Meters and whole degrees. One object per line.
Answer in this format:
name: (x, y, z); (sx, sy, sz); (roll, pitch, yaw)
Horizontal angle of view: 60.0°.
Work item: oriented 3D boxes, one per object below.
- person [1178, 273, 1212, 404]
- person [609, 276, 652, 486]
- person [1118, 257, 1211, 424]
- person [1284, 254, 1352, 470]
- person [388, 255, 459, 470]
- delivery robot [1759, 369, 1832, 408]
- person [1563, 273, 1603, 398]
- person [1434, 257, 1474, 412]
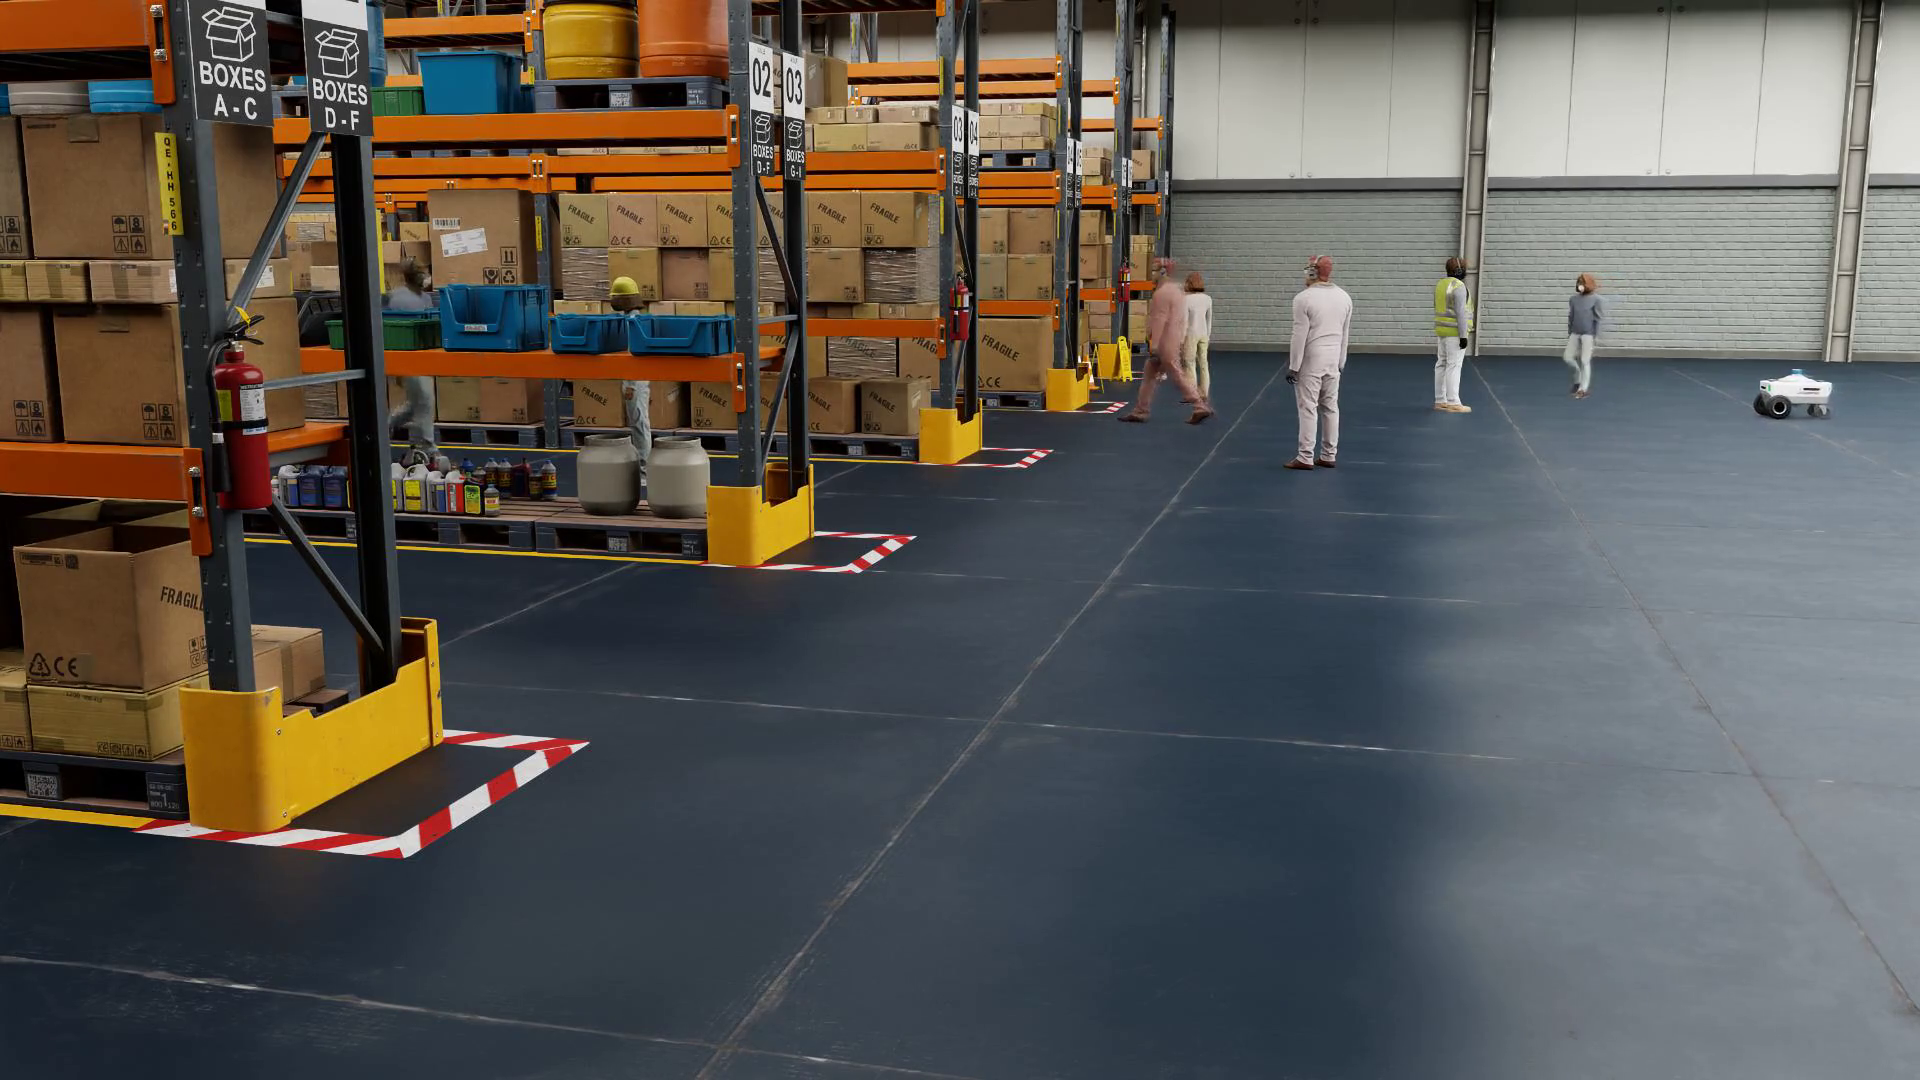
person: (2.929, -2.511, 20.780); (0.502, 1.632, 0.277); (-6, 12, -31)
person: (-2.741, -1.314, 13.851); (0.312, 1.741, 0.487); (-1, 10, -6)
person: (2.311, -2.202, 18.465); (1.018, 1.860, 0.649); (2, 10, 12)
person: (3.168, -1.577, 14.833); (0.650, 1.913, 0.409); (-6, 12, -31)
person: (-4.928, -1.568, 14.801); (0.847, 1.916, 0.640); (1, 10, 6)
delivery robot: (9.608, -1.720, 19.127); (0.707, 0.478, 0.477); (1, 10, 8)
person: (8.074, -2.646, 21.564); (0.352, 1.624, 0.505); (-8, 13, -37)
person: (5.891, -2.447, 19.843); (0.429, 1.846, 0.626); (-2, 10, -11)
